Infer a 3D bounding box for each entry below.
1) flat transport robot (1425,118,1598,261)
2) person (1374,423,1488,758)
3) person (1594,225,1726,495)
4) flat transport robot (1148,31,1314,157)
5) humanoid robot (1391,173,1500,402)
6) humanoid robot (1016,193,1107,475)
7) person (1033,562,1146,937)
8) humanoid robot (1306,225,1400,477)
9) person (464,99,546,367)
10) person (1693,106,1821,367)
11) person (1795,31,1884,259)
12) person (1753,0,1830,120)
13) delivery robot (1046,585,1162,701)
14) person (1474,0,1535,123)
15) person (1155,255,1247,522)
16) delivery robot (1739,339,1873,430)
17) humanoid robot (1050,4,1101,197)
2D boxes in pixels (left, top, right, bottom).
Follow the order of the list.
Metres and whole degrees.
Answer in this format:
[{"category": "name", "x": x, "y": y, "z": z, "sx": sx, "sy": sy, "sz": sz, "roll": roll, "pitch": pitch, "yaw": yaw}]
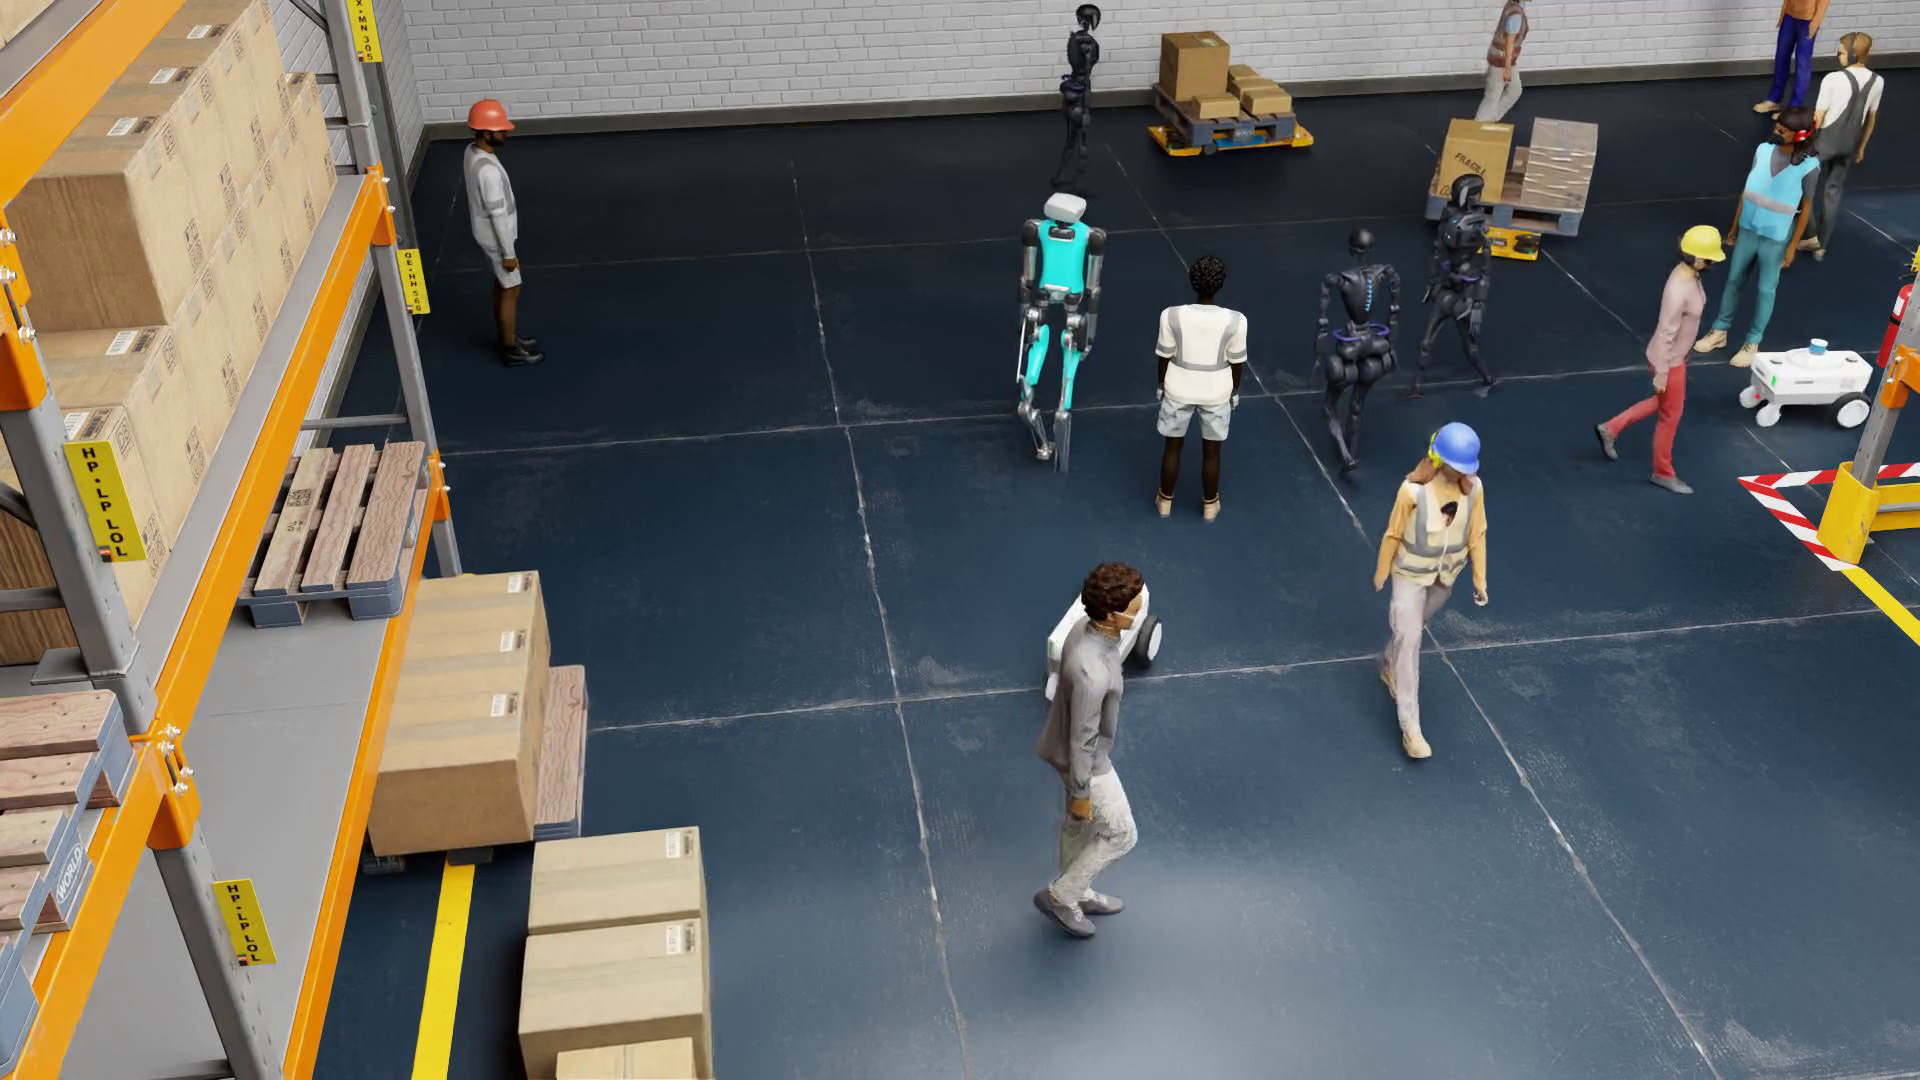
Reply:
[{"category": "flat transport robot", "x": 4.580, "y": -2.736, "z": 14.045, "sx": 0.659, "sy": 0.231, "sz": 1.431, "roll": 11, "pitch": 35, "yaw": 16}, {"category": "person", "x": 2.343, "y": 0.222, "z": 8.166, "sx": 0.465, "sy": 1.734, "sz": 0.870, "roll": -8, "pitch": 34, "yaw": -12}, {"category": "person", "x": 4.374, "y": -1.135, "z": 10.232, "sx": 0.643, "sy": 1.743, "sz": 0.546, "roll": 16, "pitch": 37, "yaw": 23}, {"category": "flat transport robot", "x": 2.570, "y": -3.890, "z": 15.814, "sx": 1.431, "sy": 0.231, "sz": 0.659, "roll": -7, "pitch": 34, "yaw": -11}, {"category": "humanoid robot", "x": 3.388, "y": -1.665, "z": 11.180, "sx": 0.792, "sy": 1.638, "sz": 0.611, "roll": -14, "pitch": 35, "yaw": -20}, {"category": "humanoid robot", "x": 0.564, "y": -1.169, "z": 10.407, "sx": 0.540, "sy": 1.898, "sz": 0.711, "roll": 9, "pitch": 34, "yaw": 14}, {"category": "person", "x": 0.547, "y": 0.896, "z": 7.004, "sx": 0.455, "sy": 1.885, "sz": 0.541, "roll": -1, "pitch": 33, "yaw": -2}, {"category": "humanoid robot", "x": 2.493, "y": -1.137, "z": 10.305, "sx": 0.600, "sy": 1.632, "sz": 0.467, "roll": -8, "pitch": 34, "yaw": -13}, {"category": "person", "x": -3.193, "y": -2.127, "z": 11.603, "sx": 0.382, "sy": 1.924, "sz": 0.546, "roll": -15, "pitch": 36, "yaw": -22}, {"category": "person", "x": 5.643, "y": -2.127, "z": 11.648, "sx": 0.394, "sy": 1.869, "sz": 0.521, "roll": -21, "pitch": 38, "yaw": -28}, {"category": "person", "x": 6.921, "y": -3.096, "z": 13.167, "sx": 0.617, "sy": 1.826, "sz": 0.383, "roll": -2, "pitch": 33, "yaw": -3}, {"category": "person", "x": 8.130, "y": -5.073, "z": 16.072, "sx": 0.403, "sy": 1.975, "sz": 0.517, "roll": -11, "pitch": 35, "yaw": -16}, {"category": "delivery robot", "x": 0.740, "y": 0.498, "z": 8.819, "sx": 0.499, "sy": 0.586, "sz": 0.773, "roll": 15, "pitch": 36, "yaw": 21}, {"category": "person", "x": 5.022, "y": -4.425, "z": 15.348, "sx": 0.438, "sy": 1.662, "sz": 0.464, "roll": 11, "pitch": 35, "yaw": 16}, {"category": "person", "x": 1.418, "y": -0.883, "z": 9.905, "sx": 0.534, "sy": 1.692, "sz": 0.320, "roll": 6, "pitch": 34, "yaw": 8}, {"category": "delivery robot", "x": 5.745, "y": -1.062, "z": 11.233, "sx": 0.805, "sy": 0.612, "sz": 0.499, "roll": -2, "pitch": 33, "yaw": -2}, {"category": "humanoid robot", "x": 1.015, "y": -3.818, "z": 14.430, "sx": 0.351, "sy": 1.652, "sz": 0.613, "roll": -4, "pitch": 33, "yaw": -6}]
